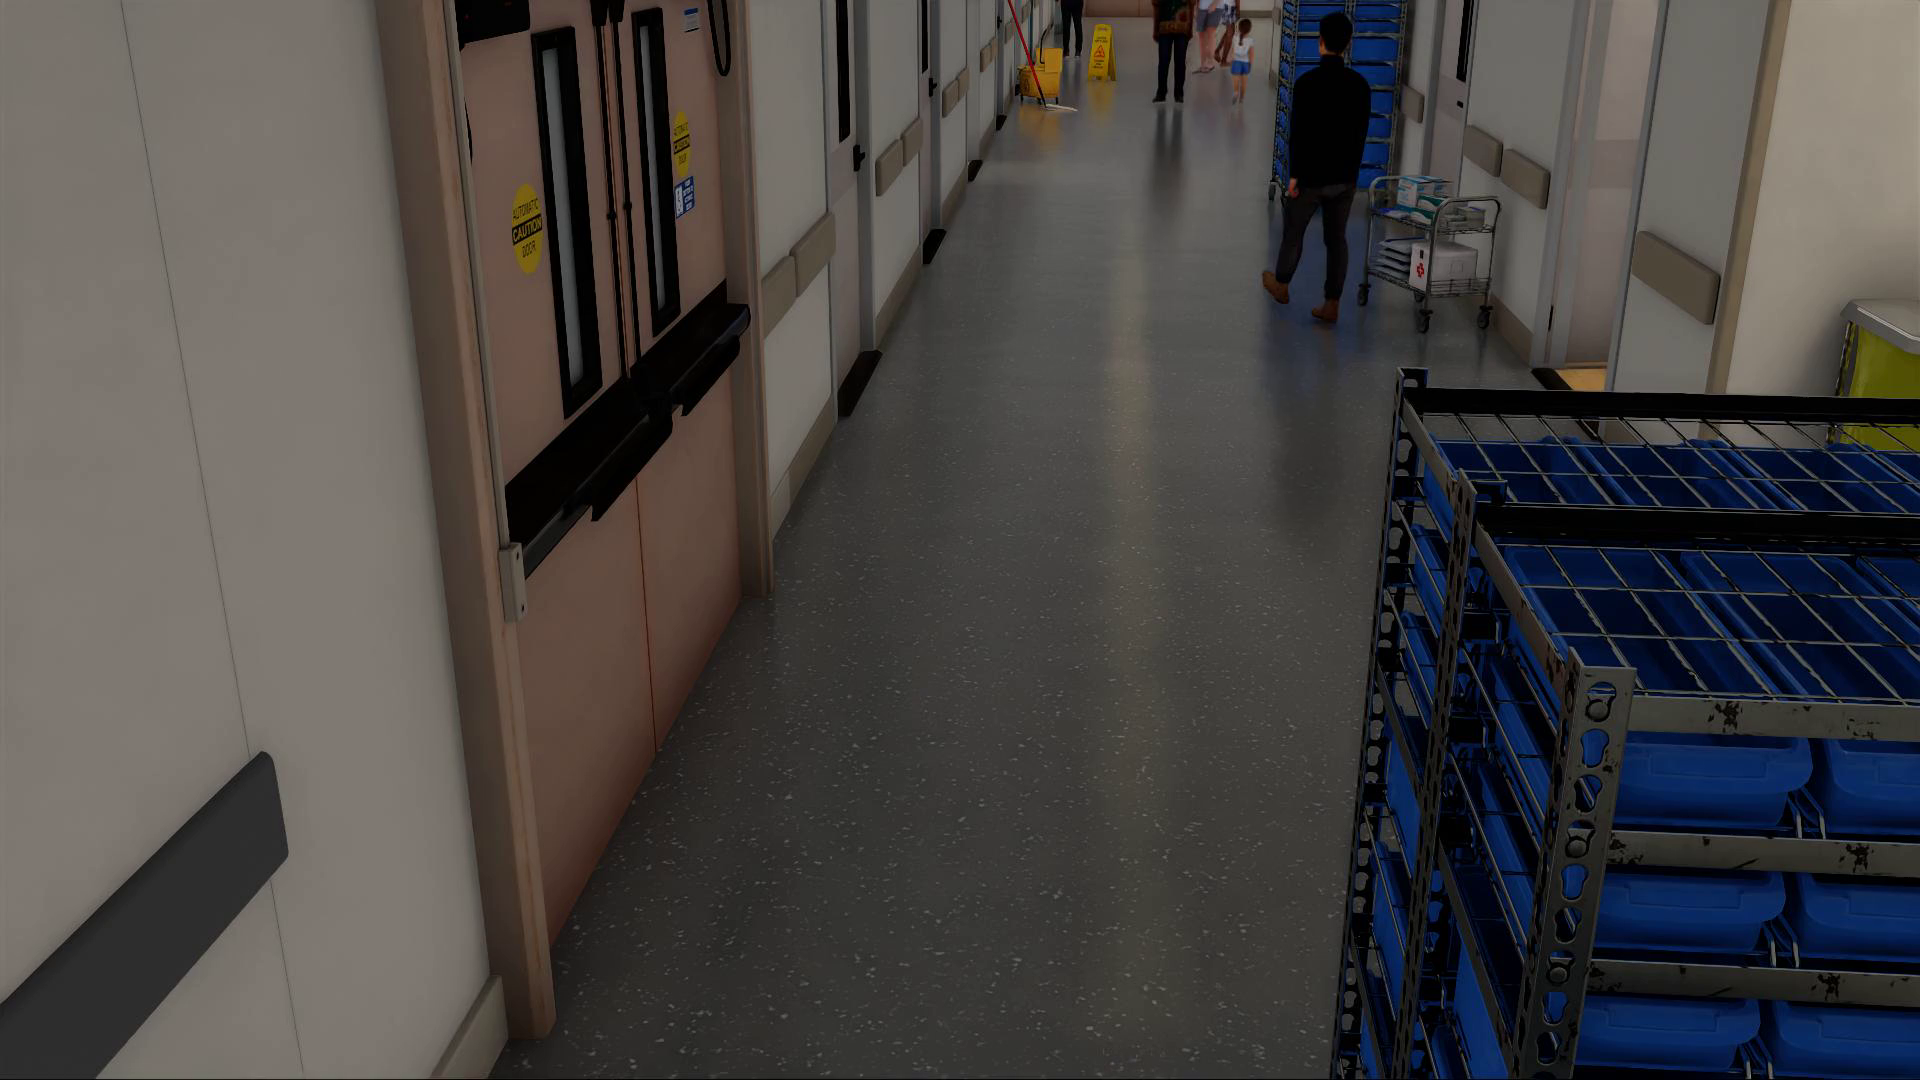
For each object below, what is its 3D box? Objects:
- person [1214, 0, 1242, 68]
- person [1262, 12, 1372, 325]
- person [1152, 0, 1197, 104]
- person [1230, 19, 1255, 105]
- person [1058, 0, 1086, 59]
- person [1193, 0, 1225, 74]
[{"bbox_3d":[3.979,-8.017,25.088,0.842,1.713,0.739,-8,22,-20],"label":"person"},{"bbox_3d":[2.088,-2.059,9.382,0.842,1.696,1.082,-4,21,-11],"label":"person"},{"bbox_3d":[2.606,-6.249,20.231,0.720,1.806,0.681,4,21,10],"label":"person"},{"bbox_3d":[3.431,-5.843,20.343,0.456,1.009,0.672,4,21,11],"label":"person"},{"bbox_3d":[1.799,-8.709,26.780,0.669,1.808,0.624,-2,21,-6],"label":"person"},{"bbox_3d":[3.651,-7.632,23.949,0.862,1.800,0.929,18,27,40],"label":"person"}]
